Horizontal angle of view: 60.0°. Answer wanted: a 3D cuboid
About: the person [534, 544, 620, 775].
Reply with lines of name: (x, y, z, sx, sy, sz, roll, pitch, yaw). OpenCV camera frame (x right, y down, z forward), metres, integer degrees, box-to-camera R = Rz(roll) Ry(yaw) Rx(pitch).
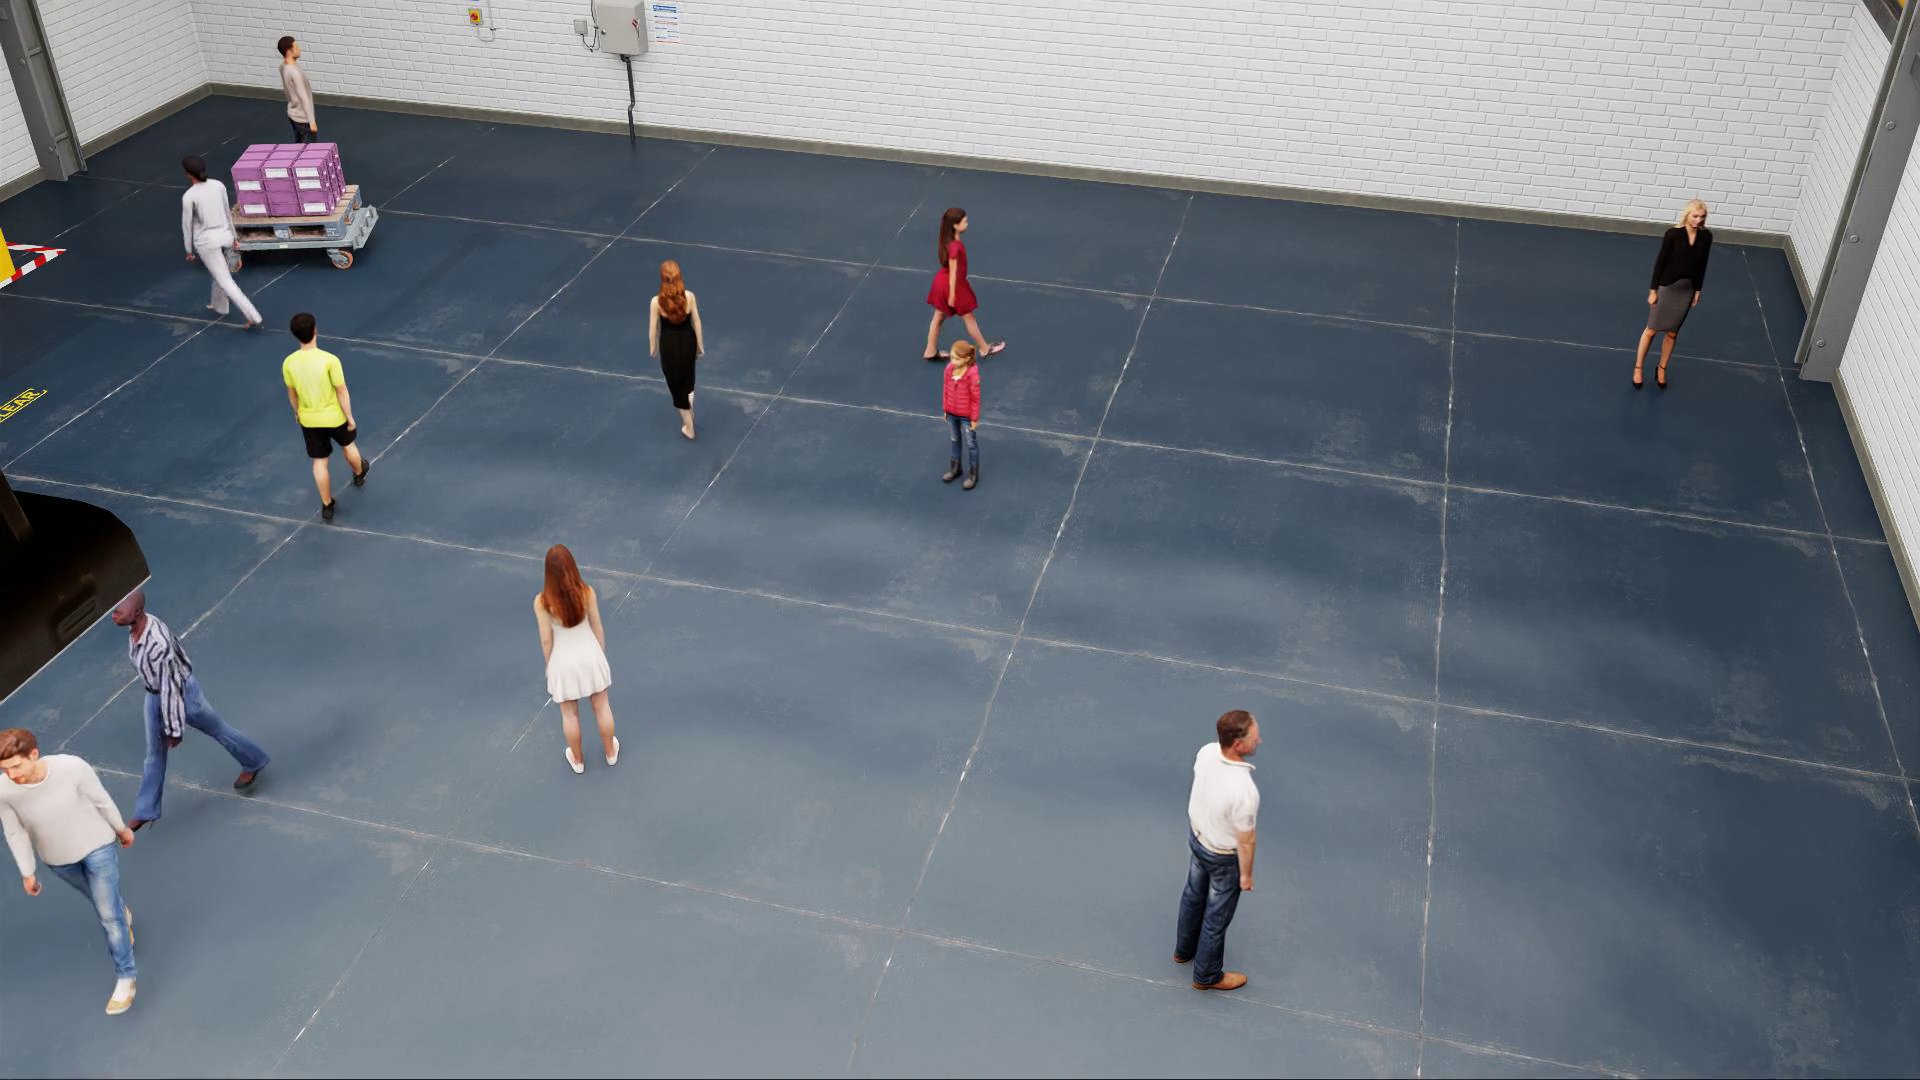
person: (-2.454, 0.760, 10.625, 0.648, 1.712, 0.685, -11, 35, -16)

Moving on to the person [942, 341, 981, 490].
person: (0.024, -1.055, 13.713, 0.566, 1.315, 0.574, 19, 38, 27)

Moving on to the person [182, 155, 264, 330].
person: (-7.140, -2.845, 16.053, 0.919, 1.707, 1.149, 18, 38, 25)

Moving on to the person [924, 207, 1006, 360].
person: (-0.152, -2.350, 15.480, 0.895, 1.518, 0.995, -7, 34, -11)

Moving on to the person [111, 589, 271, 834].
person: (-4.750, 0.975, 10.286, 1.006, 1.729, 1.320, 26, 41, 33)

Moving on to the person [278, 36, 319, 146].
person: (-7.439, -4.762, 18.794, 0.763, 1.865, 0.744, -24, 41, -32)

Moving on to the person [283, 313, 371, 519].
person: (-5.094, -0.960, 13.250, 0.885, 1.670, 1.106, -3, 34, -5)

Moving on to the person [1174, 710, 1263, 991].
person: (1.401, 1.685, 9.107, 0.808, 1.851, 0.707, -12, 35, -17)

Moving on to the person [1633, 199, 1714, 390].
person: (6.413, -2.203, 14.967, 0.662, 1.840, 0.627, 0, 34, 0)

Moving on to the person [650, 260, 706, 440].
person: (-2.392, -1.590, 14.255, 0.828, 1.607, 0.898, -16, 37, -23)

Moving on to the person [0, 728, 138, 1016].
person: (-4.846, 1.647, 9.174, 1.069, 1.841, 1.245, -13, 36, -19)
